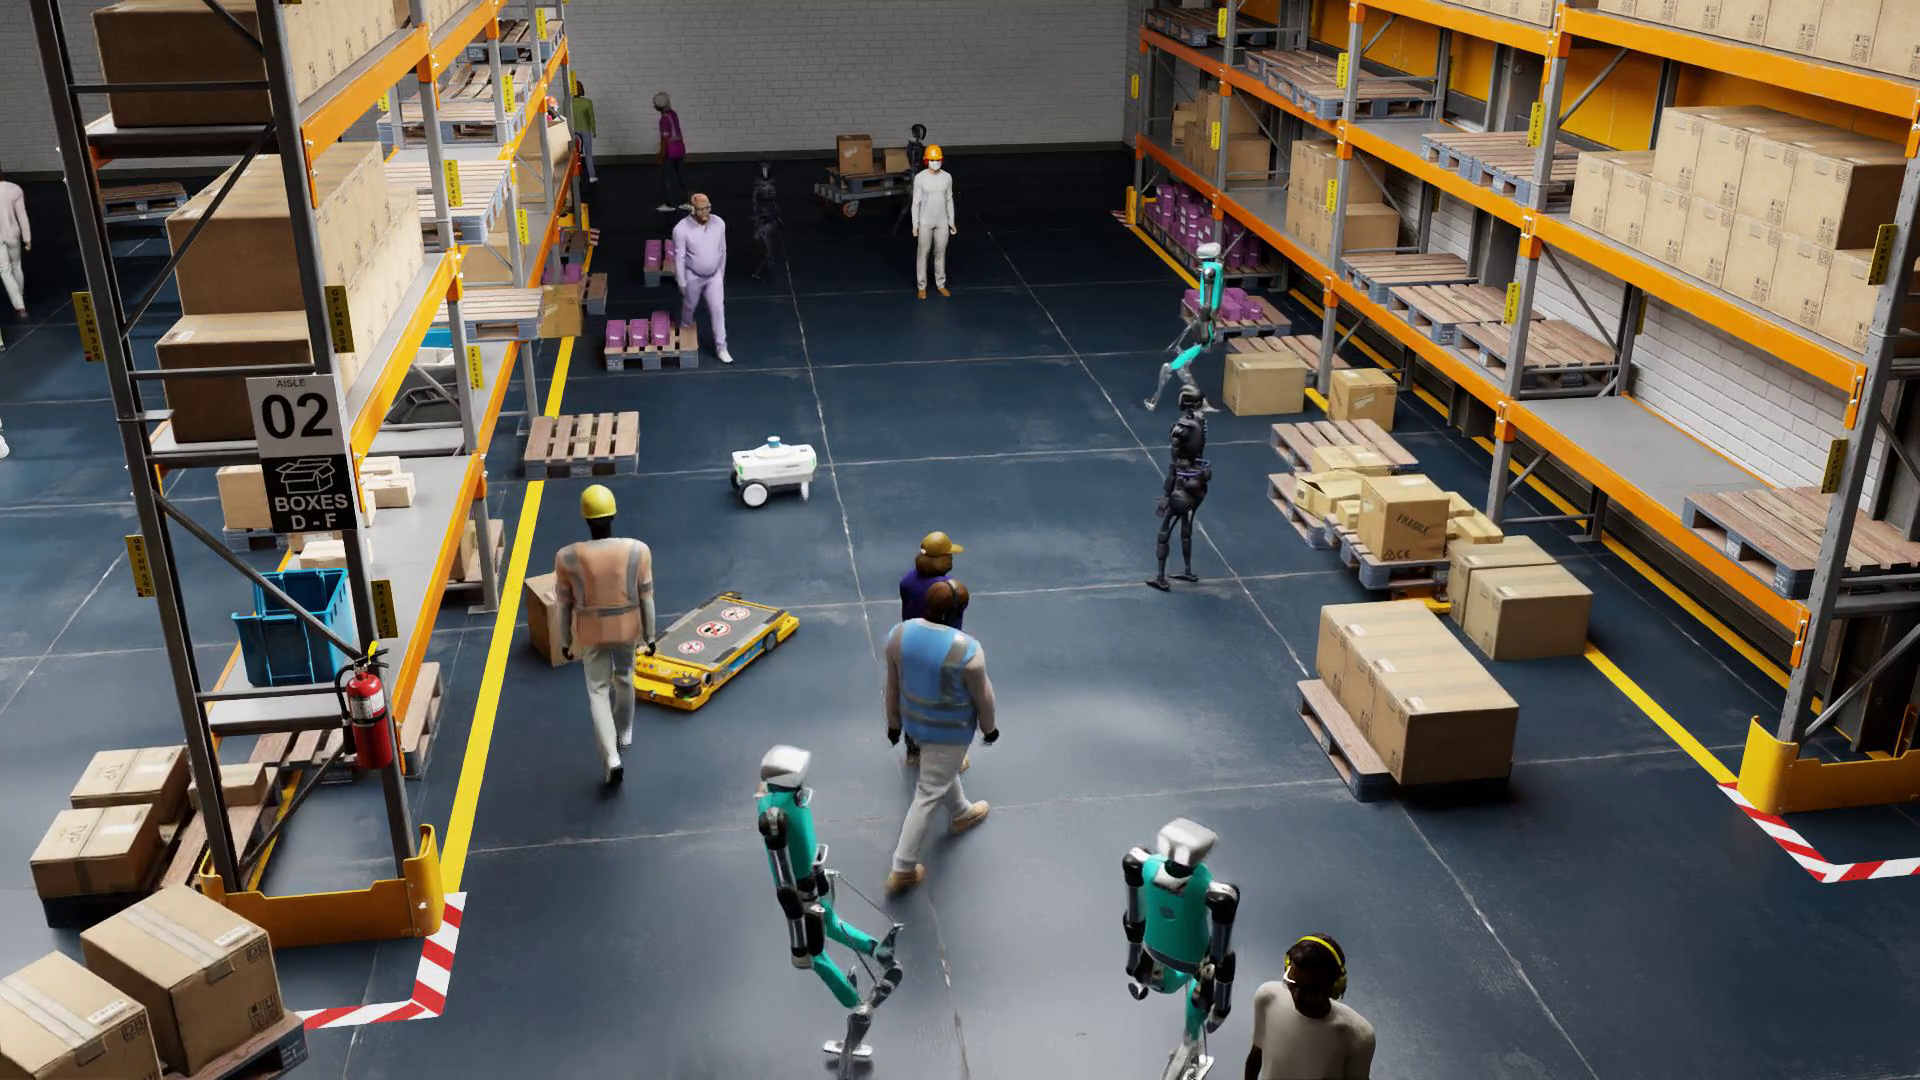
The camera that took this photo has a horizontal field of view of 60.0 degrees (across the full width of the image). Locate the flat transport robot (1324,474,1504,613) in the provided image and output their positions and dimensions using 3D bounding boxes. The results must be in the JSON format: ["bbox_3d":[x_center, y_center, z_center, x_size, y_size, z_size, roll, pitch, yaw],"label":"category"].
[{"bbox_3d":[3.583,0.205,13.210,0.659,0.231,1.431,-3,24,-7],"label":"flat transport robot"}]

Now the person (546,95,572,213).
[{"bbox_3d":[-6.114,-5.815,25.076,0.571,1.750,0.329,4,24,10],"label":"person"}]

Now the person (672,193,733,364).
[{"bbox_3d":[-2.881,-2.949,18.433,0.652,1.850,1.027,-13,27,-28],"label":"person"}]

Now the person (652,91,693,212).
[{"bbox_3d":[-4.350,-5.836,25.044,0.595,1.821,0.546,4,24,10],"label":"person"}]

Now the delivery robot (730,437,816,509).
[{"bbox_3d":[-1.664,-0.609,14.716,0.771,0.599,0.525,-7,25,-16],"label":"delivery robot"}]

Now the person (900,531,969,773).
[{"bbox_3d":[-0.151,0.698,10.402,0.457,1.618,0.360,20,31,38],"label":"person"}]

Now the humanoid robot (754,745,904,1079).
[{"bbox_3d":[-0.545,1.820,7.821,0.780,1.872,0.532,1,24,3],"label":"humanoid robot"}]

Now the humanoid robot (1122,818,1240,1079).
[{"bbox_3d":[1.059,1.911,7.478,0.553,1.706,1.035,16,28,32],"label":"humanoid robot"}]

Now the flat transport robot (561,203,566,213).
[{"bbox_3d":[-6.726,-5.003,25.076,1.431,0.231,0.659,0,24,1],"label":"flat transport robot"}]

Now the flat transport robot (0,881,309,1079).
[{"bbox_3d":[-3.804,2.625,7.697,1.431,0.231,0.659,15,28,31],"label":"flat transport robot"}]

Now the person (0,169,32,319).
[{"bbox_3d":[-11.487,-3.632,19.943,0.646,1.887,1.013,-19,30,-36],"label":"person"}]

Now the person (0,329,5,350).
[{"bbox_3d":[-11.041,-2.967,18.588,0.327,1.751,0.562,-17,29,-34],"label":"person"}]

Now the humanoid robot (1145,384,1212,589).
[{"bbox_3d":[1.724,-0.435,12.907,0.389,1.646,0.588,14,27,29],"label":"humanoid robot"}]

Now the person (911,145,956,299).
[{"bbox_3d":[-0.334,-3.955,20.670,0.559,1.896,0.356,-9,25,-19],"label":"person"}]

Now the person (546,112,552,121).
[{"bbox_3d":[-6.392,-5.809,24.955,0.632,1.841,0.429,-2,24,-5],"label":"person"}]

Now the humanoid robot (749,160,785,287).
[{"bbox_3d":[-2.530,-4.045,21.203,0.586,1.637,0.644,12,26,25],"label":"humanoid robot"}]

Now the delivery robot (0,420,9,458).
[{"bbox_3d":[-9.390,-0.993,15.578,0.782,0.589,0.499,-16,28,-32],"label":"delivery robot"}]

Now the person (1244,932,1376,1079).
[{"bbox_3d":[1.304,2.306,6.433,0.517,1.873,0.332,15,28,30],"label":"person"}]

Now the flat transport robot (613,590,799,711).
[{"bbox_3d":[-1.797,0.772,11.918,0.659,0.231,1.431,11,26,23],"label":"flat transport robot"}]

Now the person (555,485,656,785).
[{"bbox_3d":[-2.190,0.573,10.351,0.596,1.896,0.866,-7,25,-16],"label":"person"}]

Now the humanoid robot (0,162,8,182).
[{"bbox_3d":[-14.167,-5.331,24.082,0.603,1.633,0.461,-13,27,-28],"label":"humanoid robot"}]

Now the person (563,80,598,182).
[{"bbox_3d":[-6.199,-6.668,27.166,0.507,1.632,0.265,-1,24,-3],"label":"person"}]

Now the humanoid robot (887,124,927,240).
[{"bbox_3d":[-0.634,-5.044,23.485,0.807,1.615,0.609,3,24,7],"label":"humanoid robot"}]

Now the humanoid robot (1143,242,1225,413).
[{"bbox_3d":[2.223,-2.094,16.711,0.869,1.829,0.533,7,25,16],"label":"humanoid robot"}]

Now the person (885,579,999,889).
[{"bbox_3d":[-0.139,1.054,9.410,0.617,1.786,1.023,19,30,36],"label":"person"}]
